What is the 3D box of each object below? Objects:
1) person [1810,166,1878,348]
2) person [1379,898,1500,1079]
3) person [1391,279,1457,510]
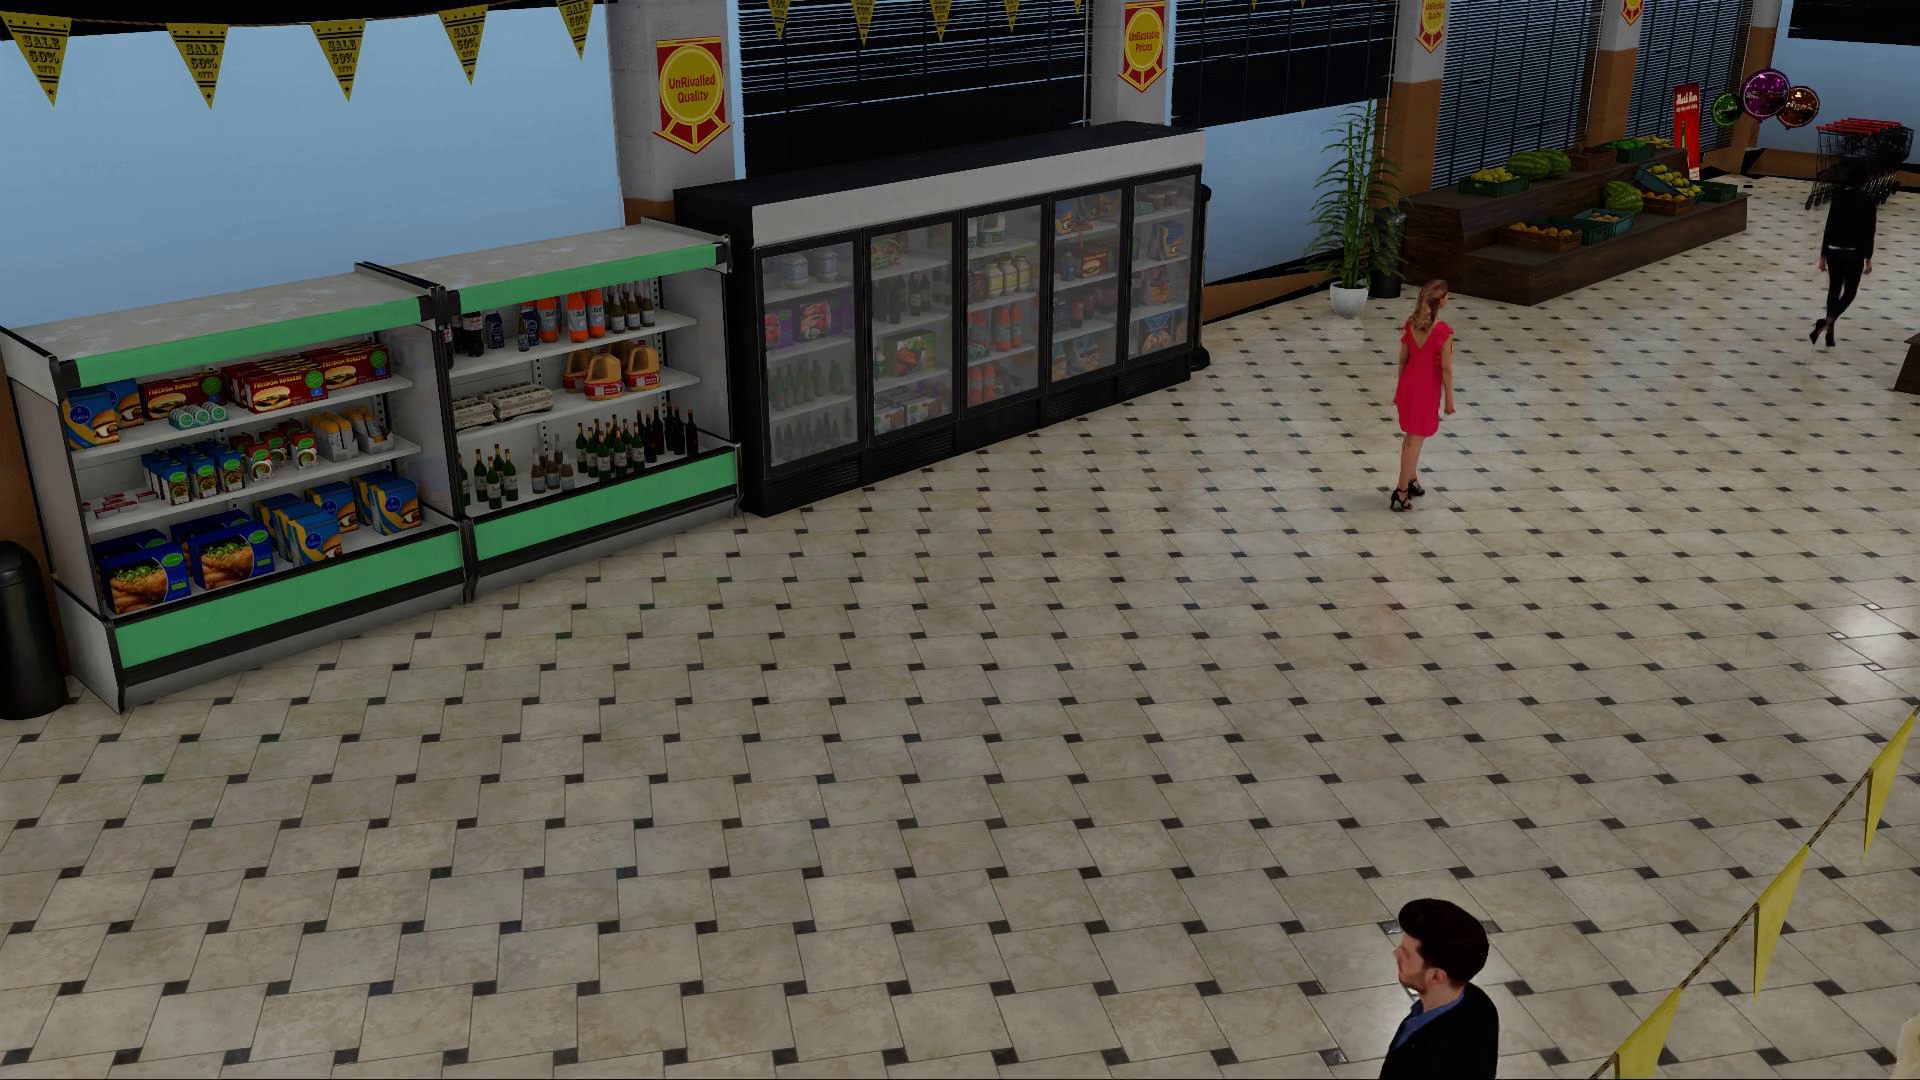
[{"bbox_3d":[8.542,-2.676,16.104,1.031,1.810,0.656,-18,28,-38],"label":"person"},{"bbox_3d":[1.332,1.852,4.733,0.834,1.888,0.678,9,23,20],"label":"person"},{"bbox_3d":[3.330,-1.061,12.207,0.745,1.720,0.657,-13,25,-29],"label":"person"}]
